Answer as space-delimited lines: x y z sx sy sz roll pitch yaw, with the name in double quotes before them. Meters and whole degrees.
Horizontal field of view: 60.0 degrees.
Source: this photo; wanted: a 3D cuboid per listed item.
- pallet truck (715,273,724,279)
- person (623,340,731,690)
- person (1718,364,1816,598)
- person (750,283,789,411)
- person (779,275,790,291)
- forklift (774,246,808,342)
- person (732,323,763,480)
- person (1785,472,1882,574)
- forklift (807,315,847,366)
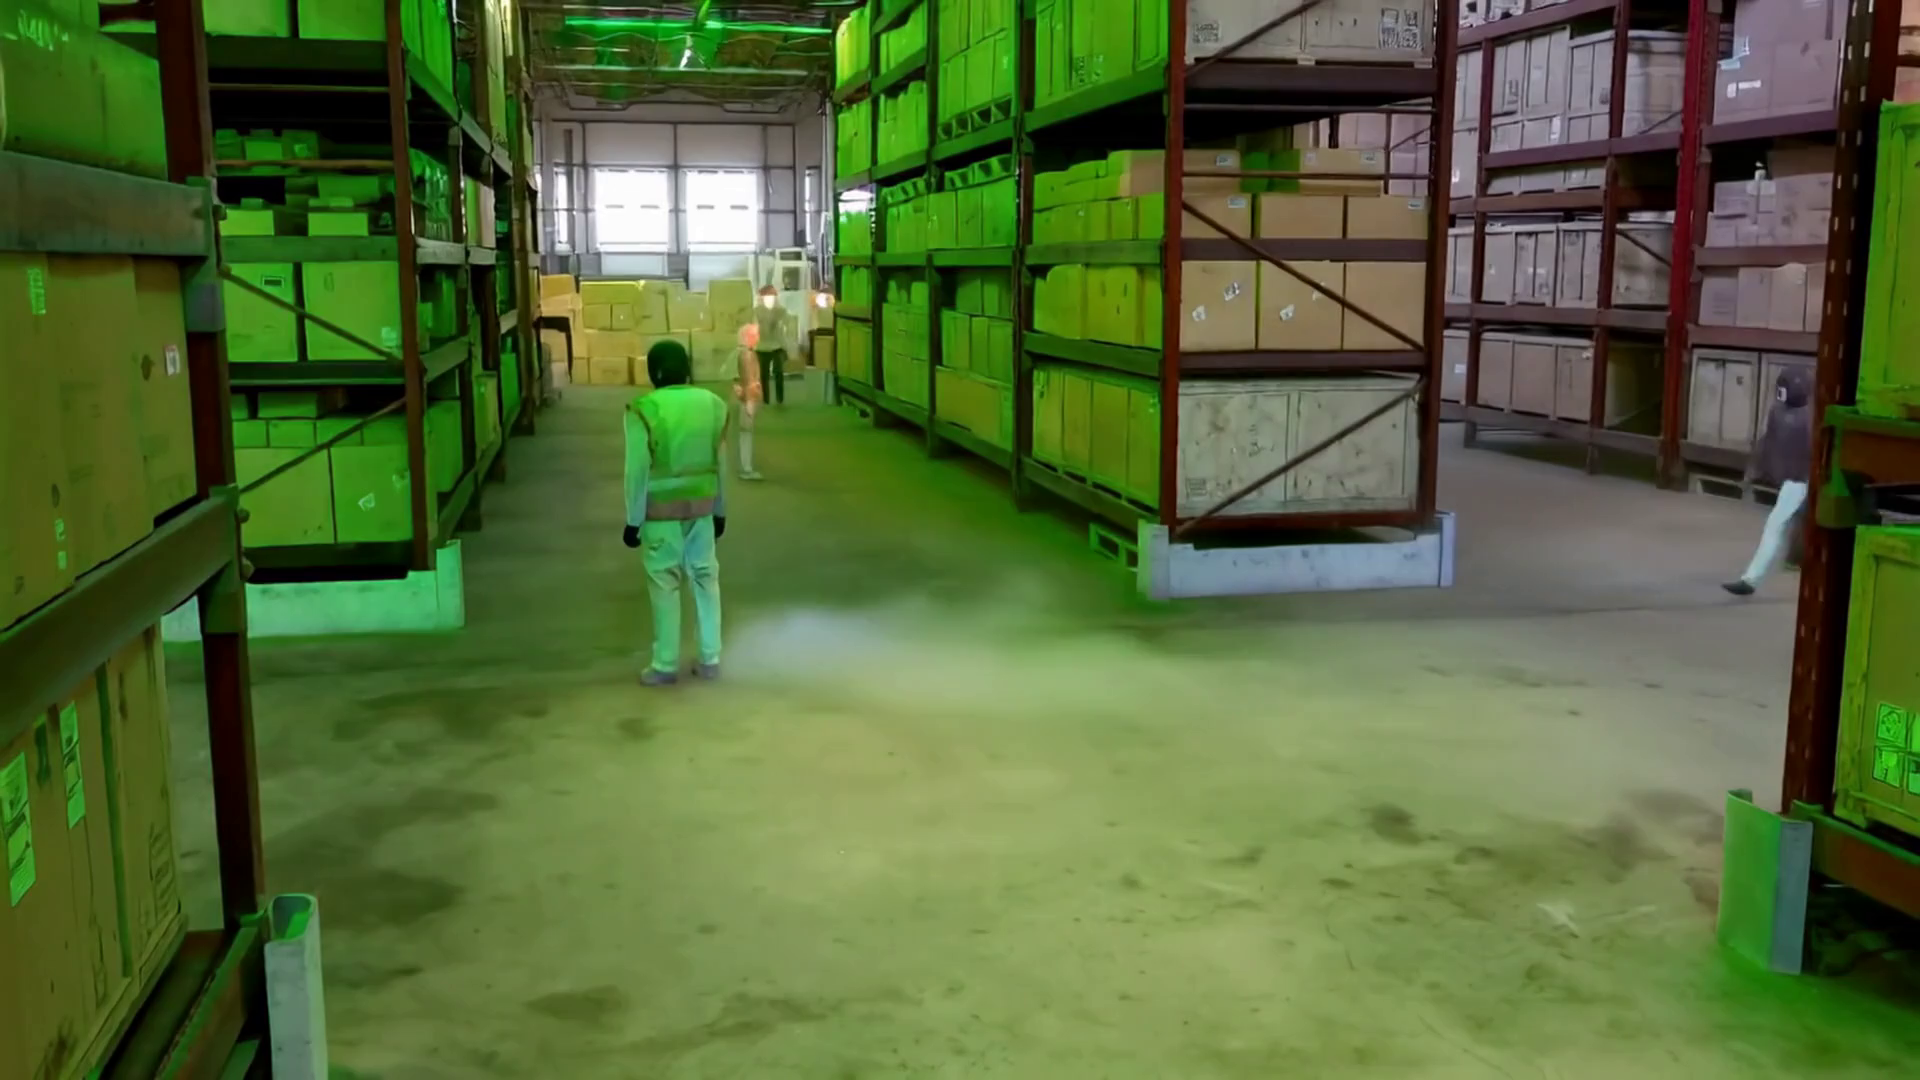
"pallet truck" -8.580 -8.986 62.280 1.885 1.965 0.823 1 9 5
"person" -1.513 -0.135 8.815 0.633 1.839 0.429 -8 12 -41
"person" 5.549 -0.386 11.141 0.889 1.578 0.492 -1 9 -5
"person" -2.934 -2.951 25.563 0.630 1.965 0.779 -2 9 -10
"person" -6.735 -9.007 62.703 0.930 1.896 0.574 6 11 34
"forklift" -4.821 -7.011 47.557 1.129 2.768 1.873 -3 10 -15
"person" -2.227 -1.449 17.439 0.310 1.636 0.523 -2 9 -11
"person" 6.379 -0.660 11.934 0.764 1.863 0.659 1 9 5
"forklift" -1.827 -4.188 30.352 1.873 2.768 1.129 -2 10 -12
